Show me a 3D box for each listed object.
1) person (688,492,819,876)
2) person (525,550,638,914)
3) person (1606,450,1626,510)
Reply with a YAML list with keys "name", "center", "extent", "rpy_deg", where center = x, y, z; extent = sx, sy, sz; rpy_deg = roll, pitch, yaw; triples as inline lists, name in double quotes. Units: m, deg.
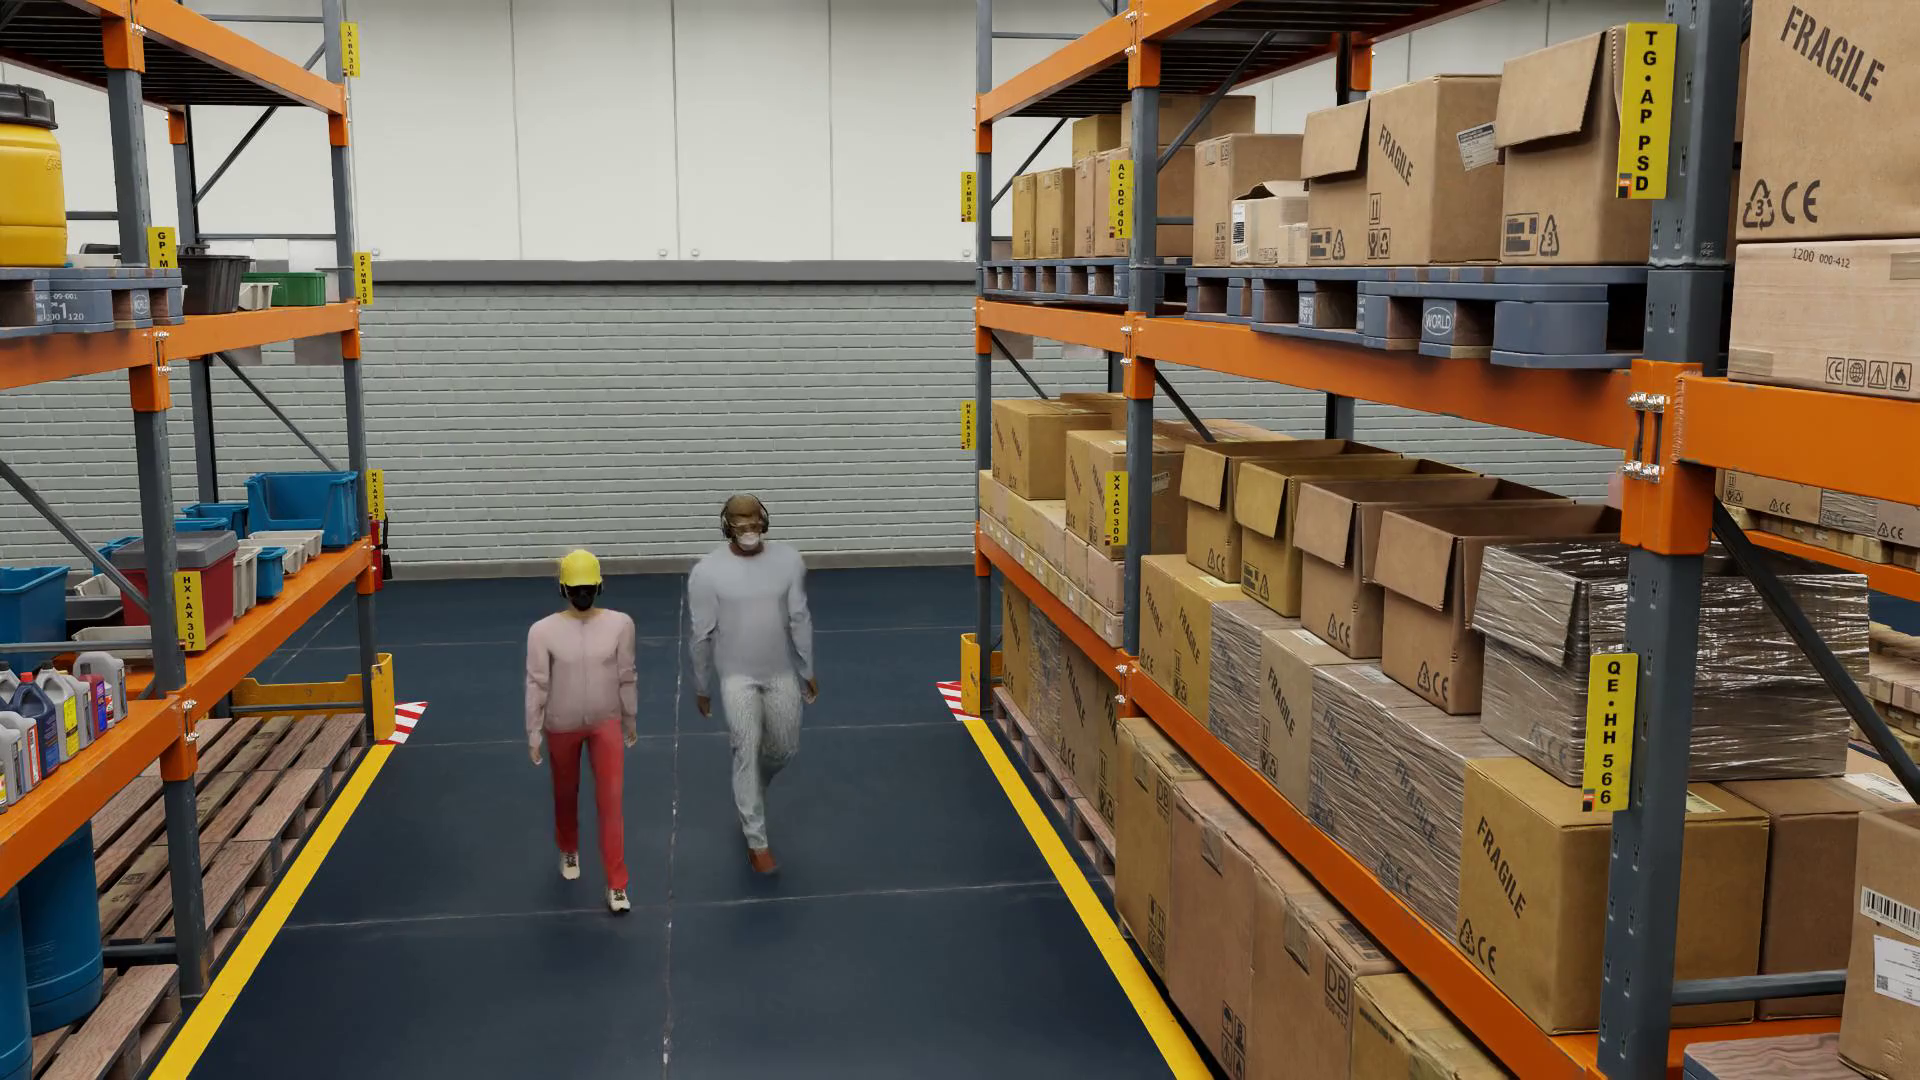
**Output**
- name: "person"
  center: [-1.065, 0.699, 8.565]
  extent: [0.653, 1.919, 0.739]
  rpy_deg: [-5, 10, -27]
- name: "person"
  center: [-1.821, 0.887, 8.028]
  extent: [0.549, 1.715, 0.924]
  rpy_deg: [-3, 10, -21]
- name: "person"
  center: [5.180, 0.065, 12.662]
  extent: [0.919, 1.868, 0.637]
  rpy_deg: [-1, 9, -8]
